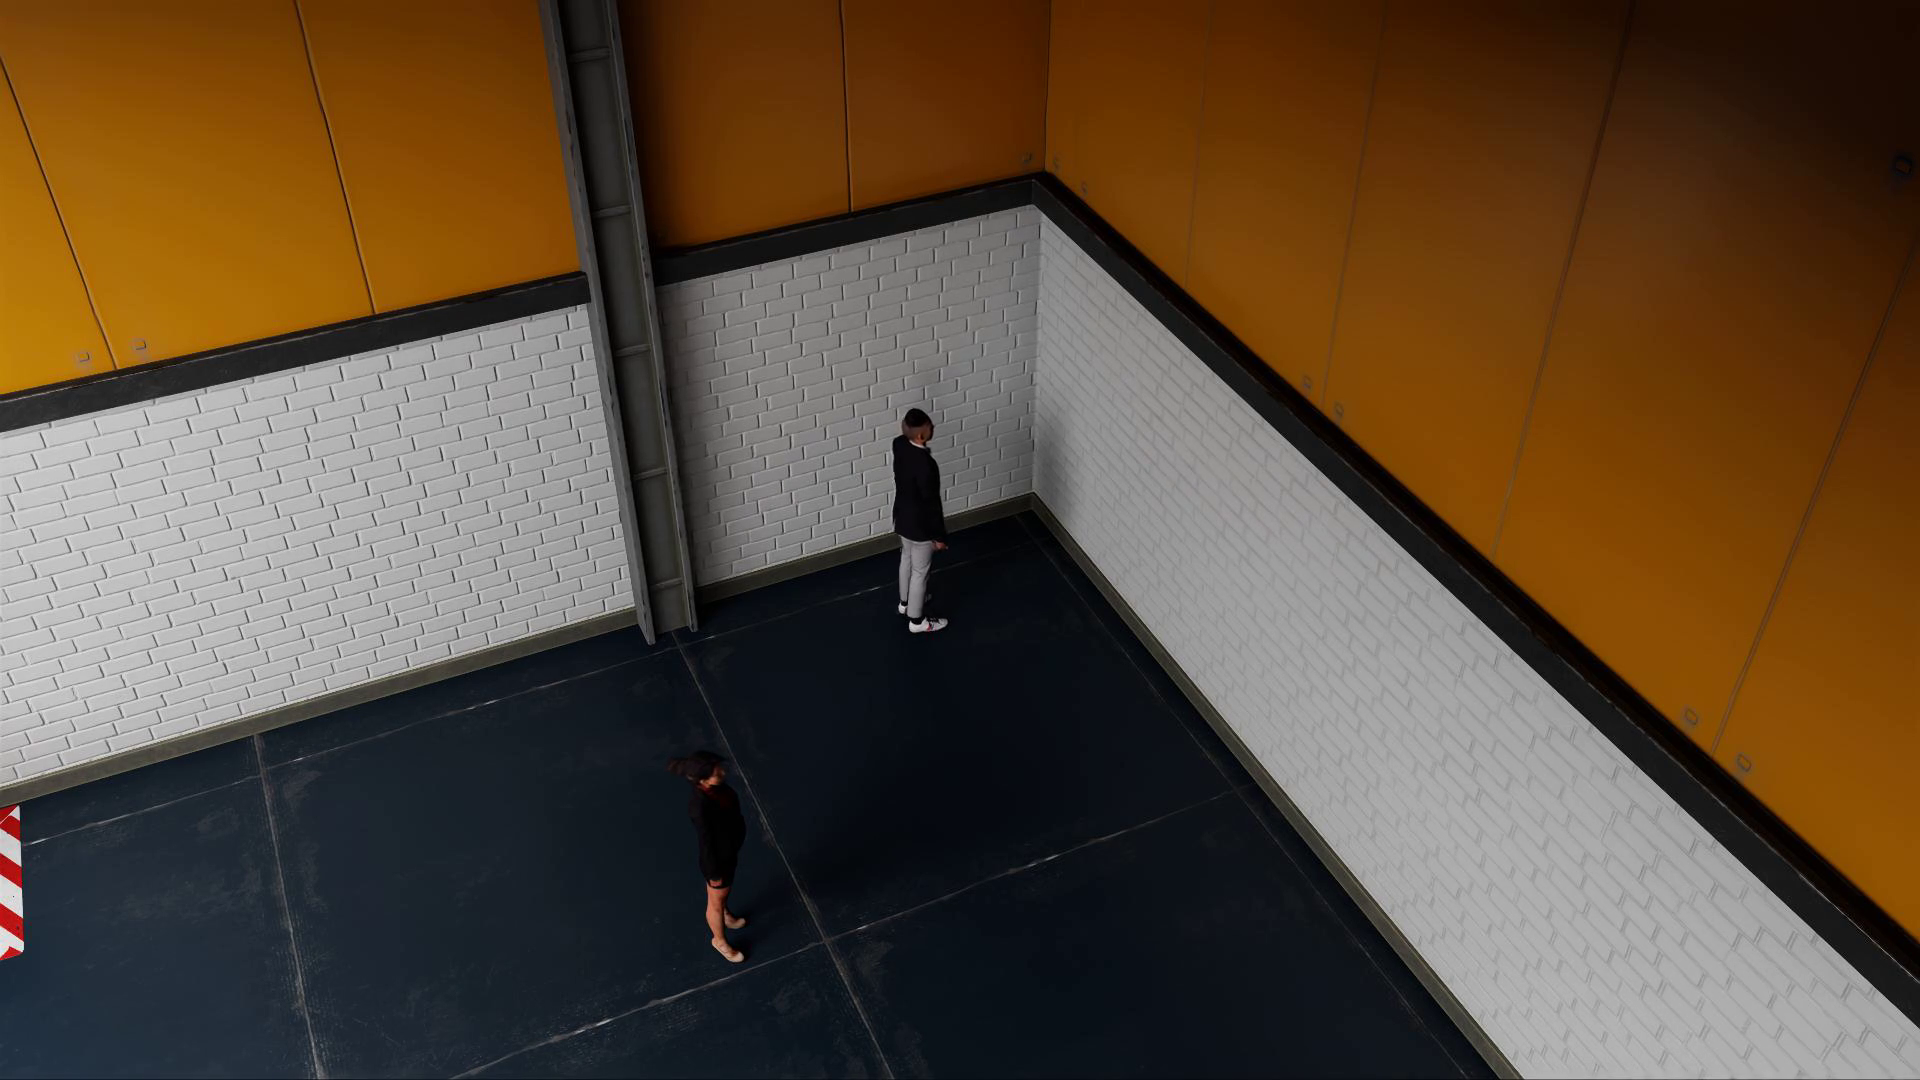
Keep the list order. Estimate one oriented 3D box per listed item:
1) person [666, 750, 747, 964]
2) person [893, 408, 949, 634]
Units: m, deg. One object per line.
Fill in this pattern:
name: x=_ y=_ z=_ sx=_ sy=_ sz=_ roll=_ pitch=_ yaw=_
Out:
person: x=-1.432 y=1.855 z=9.830 sx=0.733 sy=1.639 sz=0.670 roll=-2 pitch=39 yaw=-2
person: x=-0.323 y=-0.183 z=12.131 sx=0.576 sy=1.951 sz=0.715 roll=-19 pitch=42 yaw=-22
